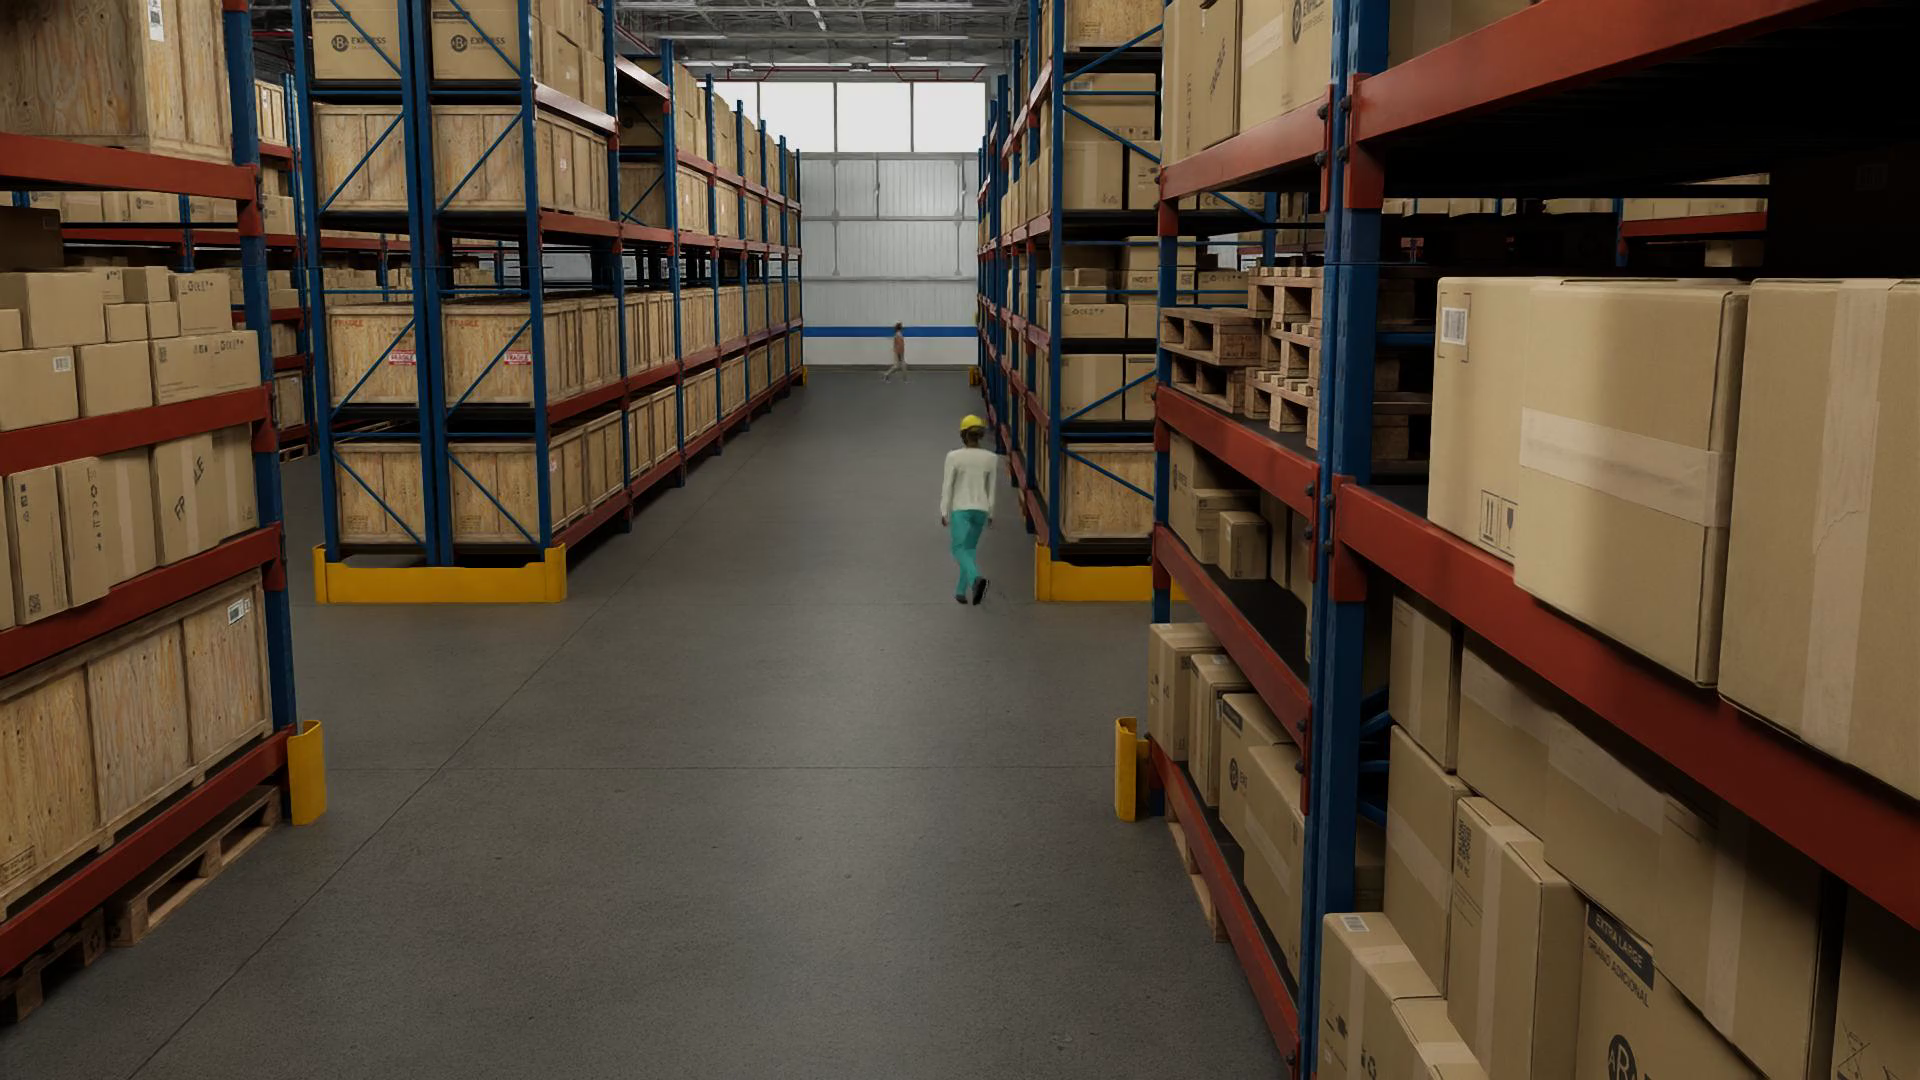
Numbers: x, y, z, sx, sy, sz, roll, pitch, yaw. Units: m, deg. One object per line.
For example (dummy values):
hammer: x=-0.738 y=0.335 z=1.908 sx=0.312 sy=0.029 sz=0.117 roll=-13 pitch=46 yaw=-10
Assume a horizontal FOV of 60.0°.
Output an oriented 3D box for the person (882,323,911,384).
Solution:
person: x=-1.672 y=-4.907 z=43.814 sx=0.708 sy=1.616 sz=0.522 roll=0 pitch=9 yaw=-1

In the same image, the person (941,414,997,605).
person: x=0.122 y=-0.255 z=14.940 sx=0.546 sy=1.733 sz=0.638 roll=-4 pitch=10 yaw=-22
